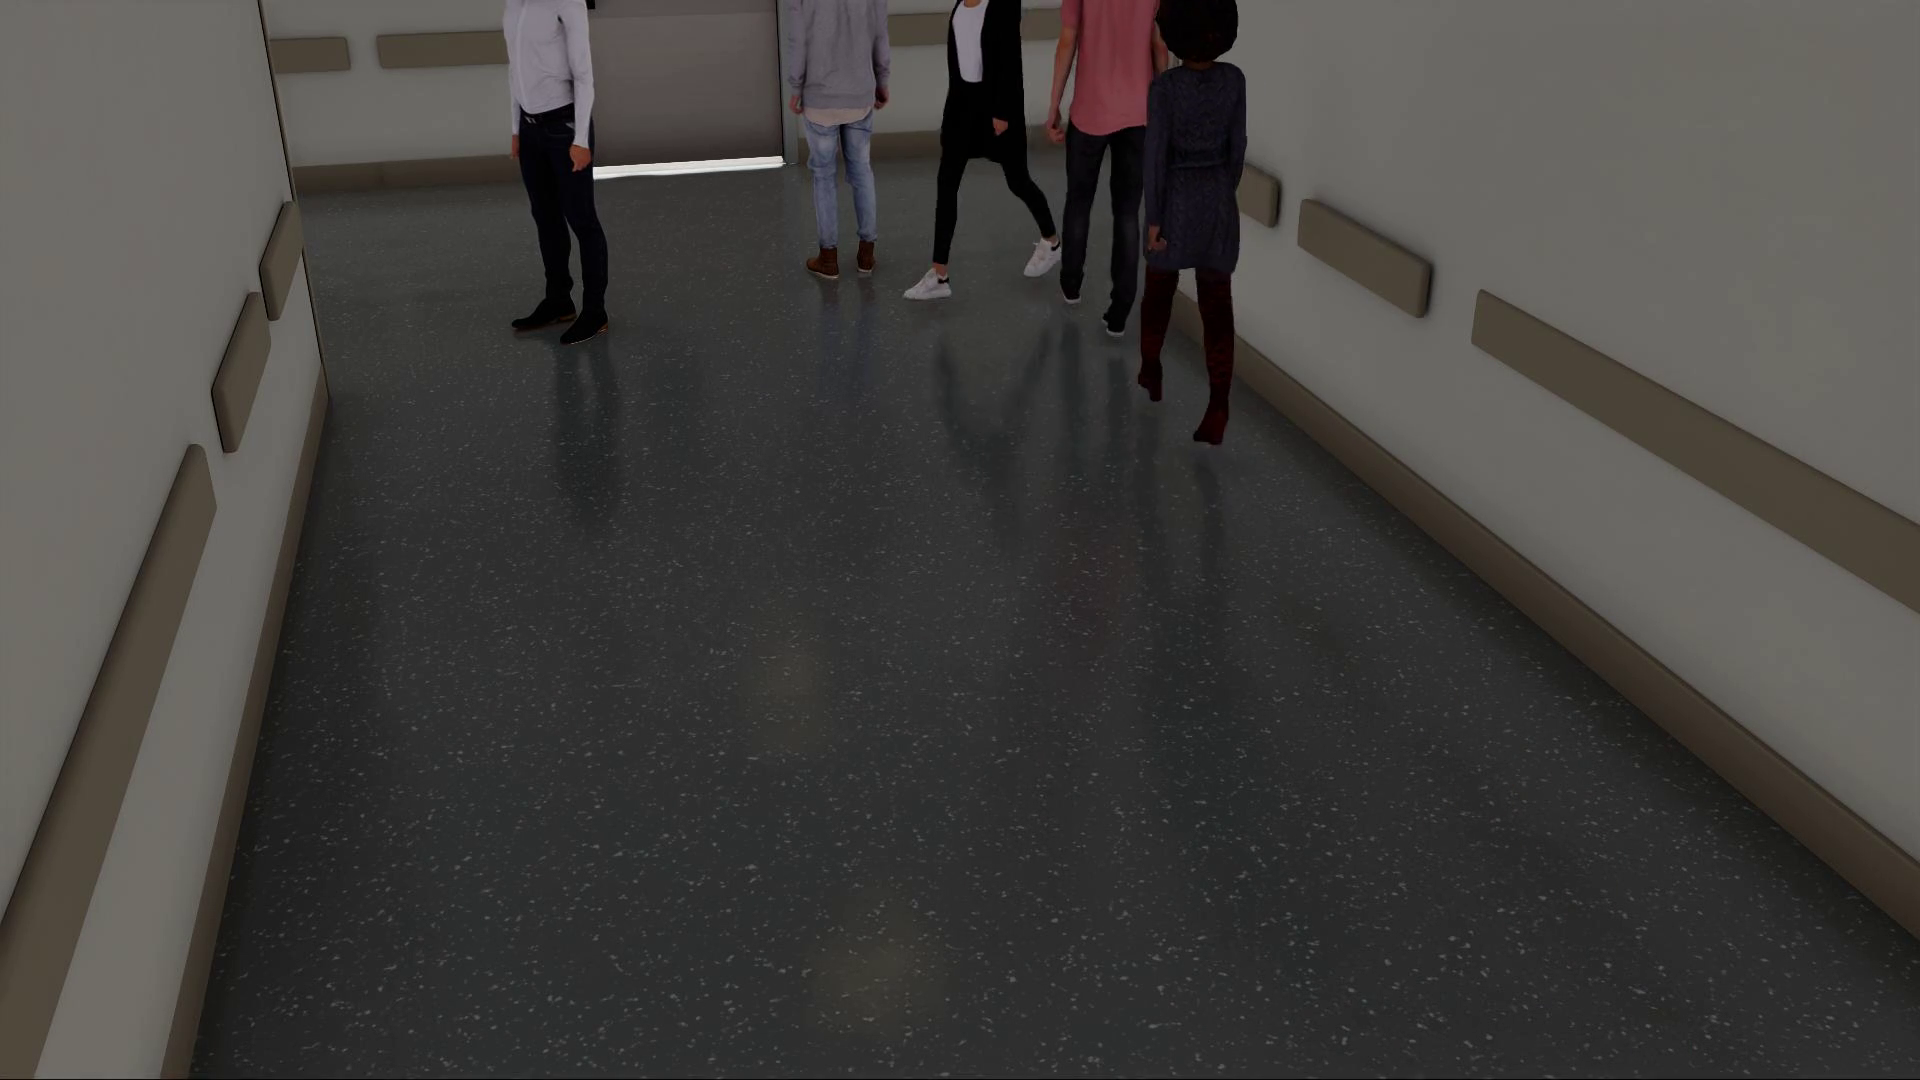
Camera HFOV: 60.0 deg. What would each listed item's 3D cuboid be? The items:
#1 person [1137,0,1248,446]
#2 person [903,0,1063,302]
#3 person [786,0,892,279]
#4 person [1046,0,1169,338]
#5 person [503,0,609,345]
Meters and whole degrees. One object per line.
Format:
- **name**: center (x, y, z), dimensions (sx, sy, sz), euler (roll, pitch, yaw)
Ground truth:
- **person**: center (0.900, -1.157, 6.191), dimensions (1.061, 1.670, 0.724), euler (-4, 26, -8)
- **person**: center (0.214, -2.014, 7.868), dimensions (1.274, 1.758, 0.984), euler (-21, 33, -37)
- **person**: center (-0.597, -2.224, 8.209), dimensions (0.541, 1.840, 0.770), euler (-10, 28, -20)
- **person**: center (0.679, -1.839, 7.318), dimensions (1.060, 1.920, 0.918), euler (-2, 26, -3)
- **person**: center (-1.790, -1.838, 7.376), dimensions (0.726, 1.869, 0.767), euler (19, 32, 34)
